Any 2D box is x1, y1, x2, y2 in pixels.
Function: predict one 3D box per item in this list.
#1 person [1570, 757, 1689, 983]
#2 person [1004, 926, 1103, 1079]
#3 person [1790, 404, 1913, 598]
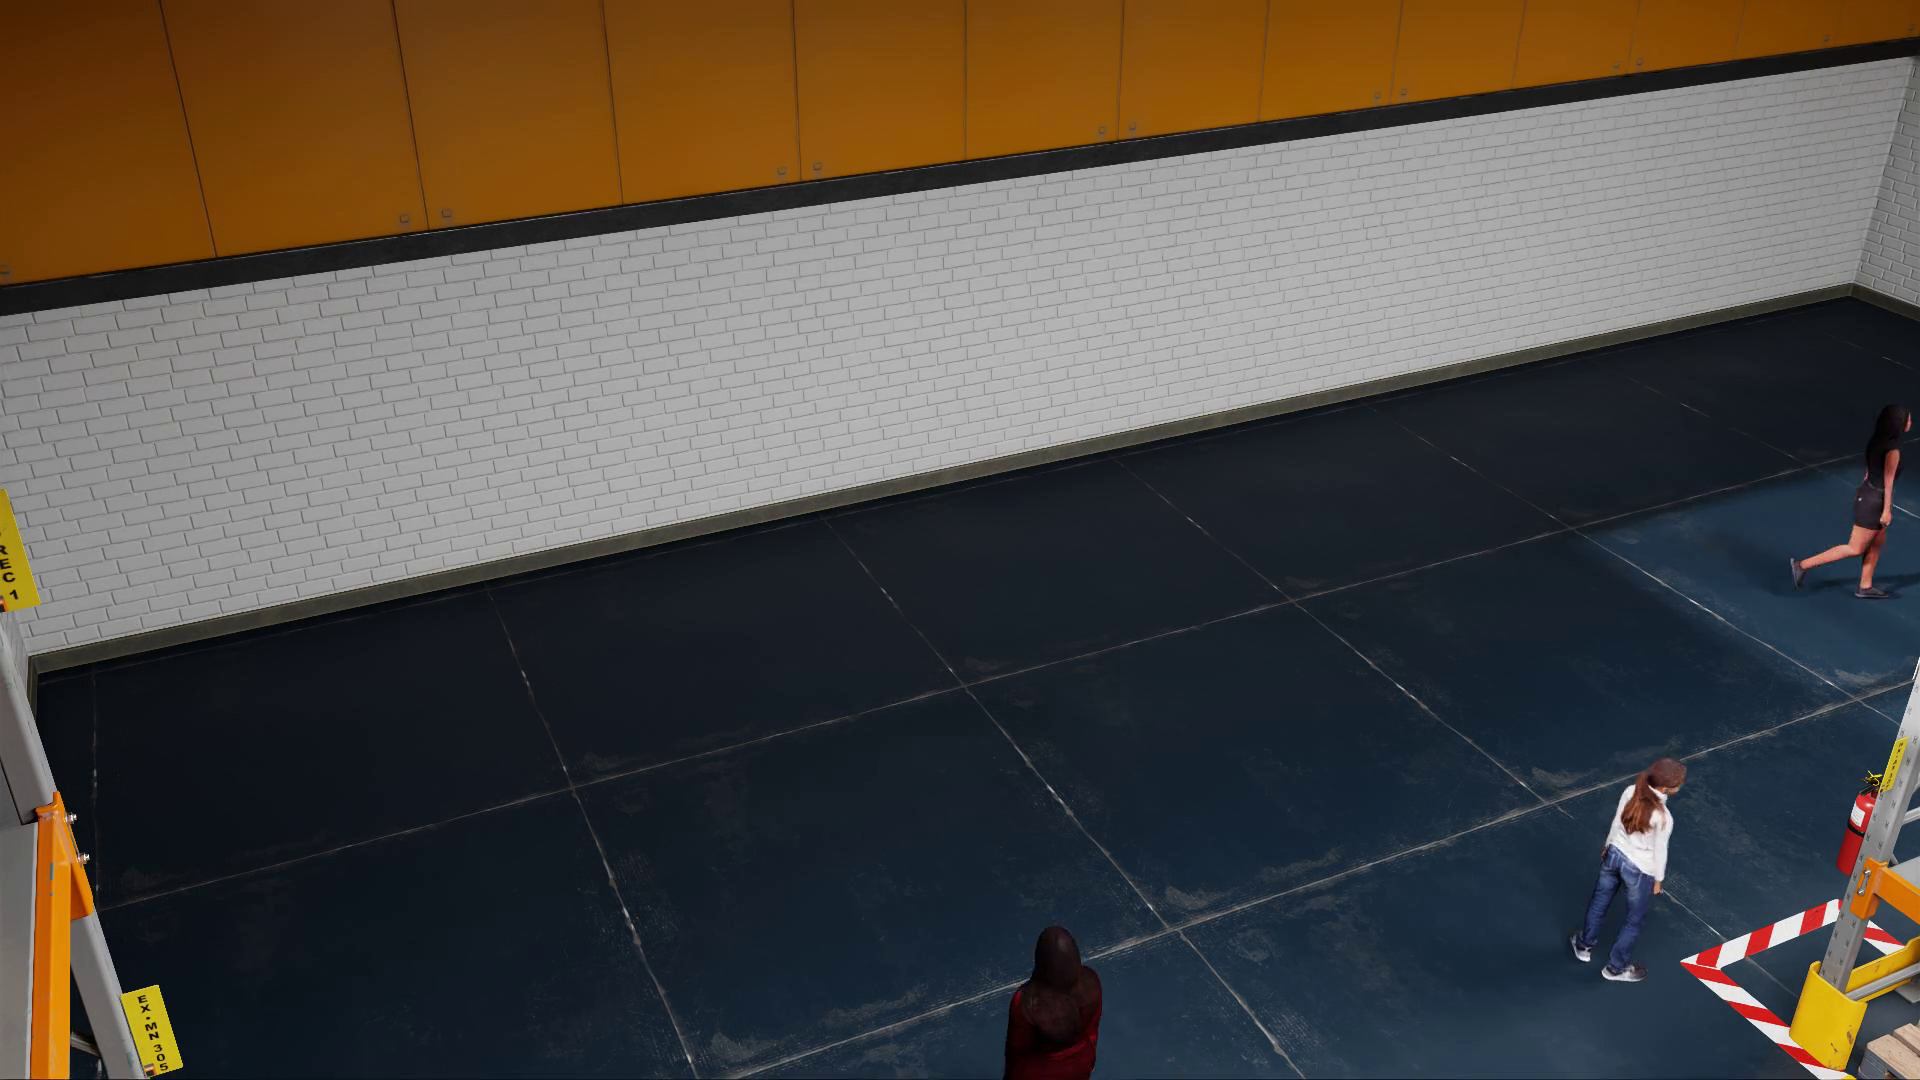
[{"bbox_3d":[3.841,1.860,9.644,0.712,1.550,0.459,-24,36,-36],"label":"person"},{"bbox_3d":[0.484,2.630,8.039,0.736,1.735,1.073,-17,33,-28],"label":"person"},{"bbox_3d":[7.243,-0.270,13.373,1.090,1.717,1.058,8,30,14],"label":"person"}]
